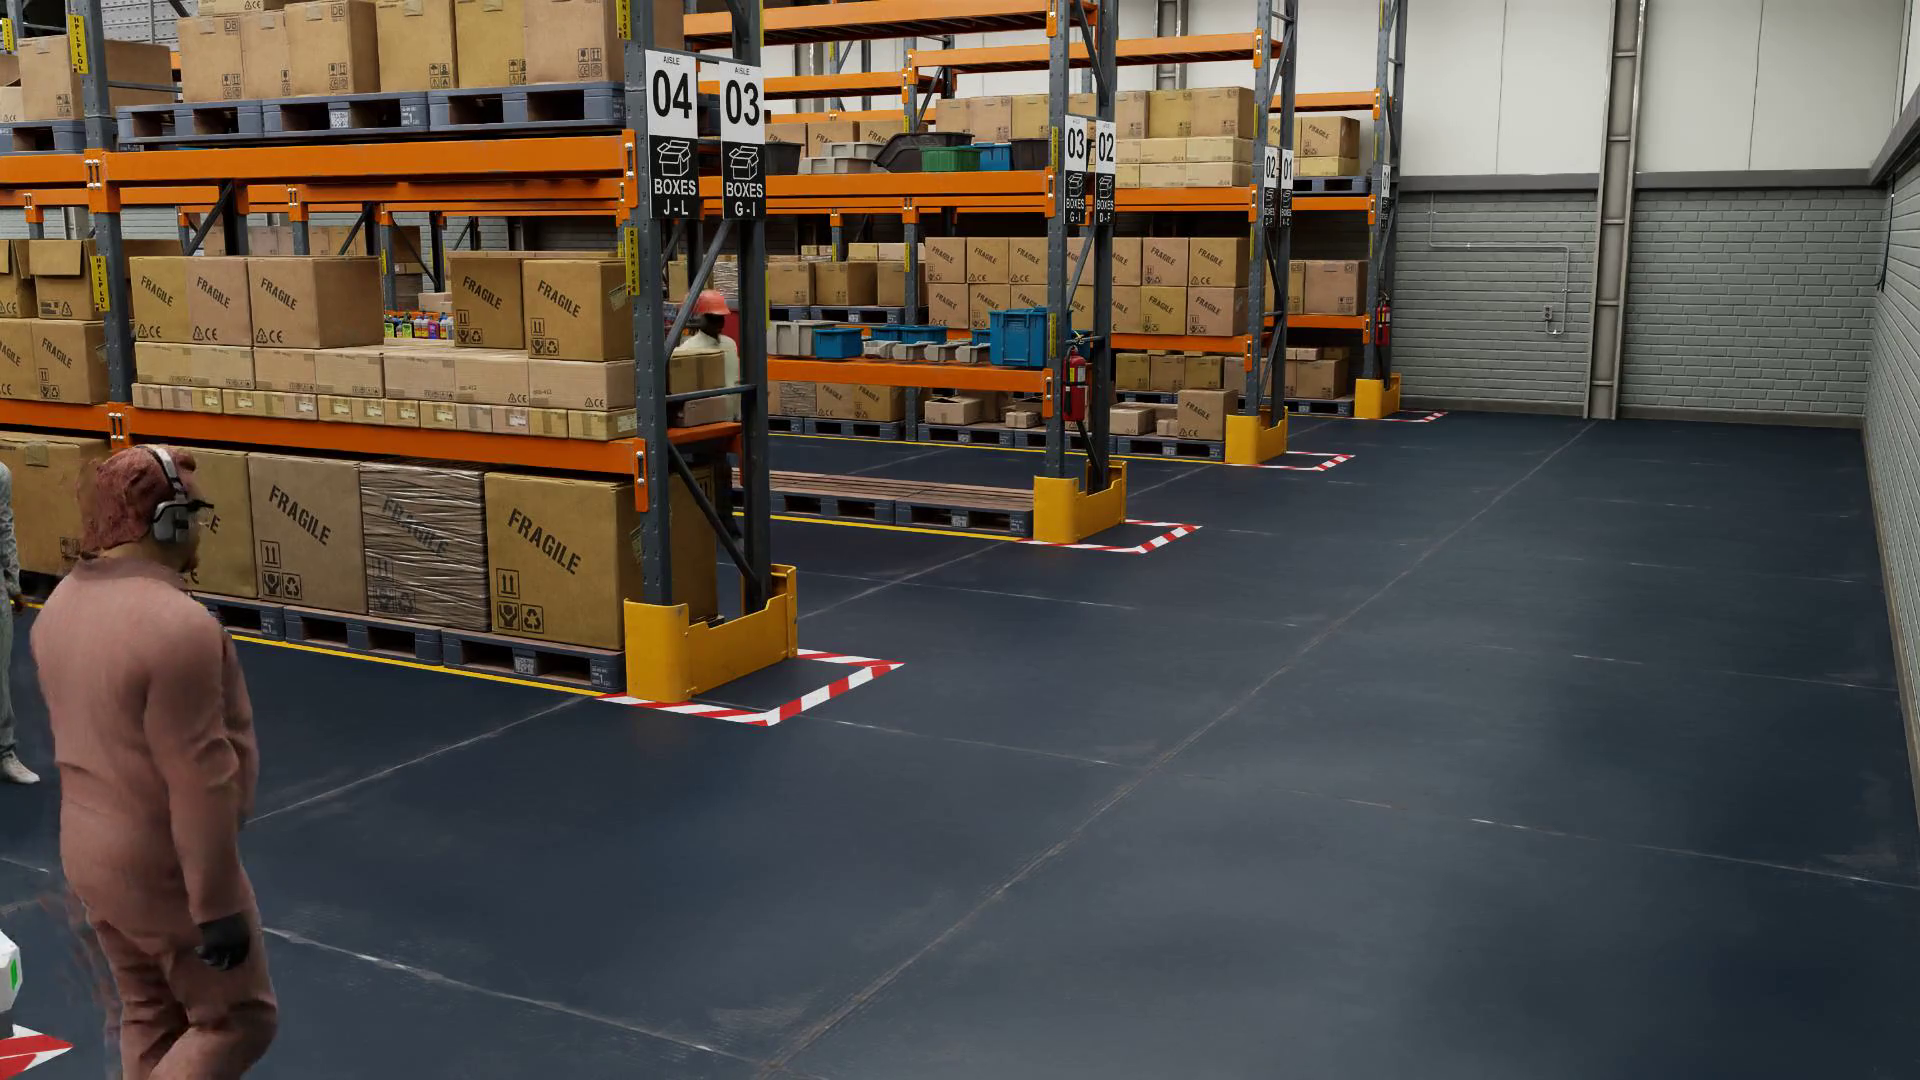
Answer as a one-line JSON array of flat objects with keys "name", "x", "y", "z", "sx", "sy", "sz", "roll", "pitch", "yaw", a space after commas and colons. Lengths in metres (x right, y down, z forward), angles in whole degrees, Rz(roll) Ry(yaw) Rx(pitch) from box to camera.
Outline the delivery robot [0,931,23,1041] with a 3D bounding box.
[{"name": "delivery robot", "x": -2.900, "y": 1.236, "z": 4.402, "sx": 0.477, "sy": 0.478, "sz": 0.707, "roll": 10, "pitch": 15, "yaw": 44}]

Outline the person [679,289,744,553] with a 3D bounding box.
[{"name": "person", "x": -1.919, "y": -0.903, "z": 12.498, "sx": 0.945, "sy": 1.966, "sz": 0.608, "roll": 6, "pitch": 12, "yaw": 28}]

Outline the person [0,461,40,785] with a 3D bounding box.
[{"name": "person", "x": -4.168, "y": 0.219, "z": 6.965, "sx": 0.294, "sy": 1.744, "sz": 0.487, "roll": 7, "pitch": 13, "yaw": 34}]

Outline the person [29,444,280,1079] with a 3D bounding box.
[{"name": "person", "x": -1.815, "y": 0.735, "z": 3.723, "sx": 0.692, "sy": 1.893, "sz": 0.504, "roll": 8, "pitch": 13, "yaw": 39}]
